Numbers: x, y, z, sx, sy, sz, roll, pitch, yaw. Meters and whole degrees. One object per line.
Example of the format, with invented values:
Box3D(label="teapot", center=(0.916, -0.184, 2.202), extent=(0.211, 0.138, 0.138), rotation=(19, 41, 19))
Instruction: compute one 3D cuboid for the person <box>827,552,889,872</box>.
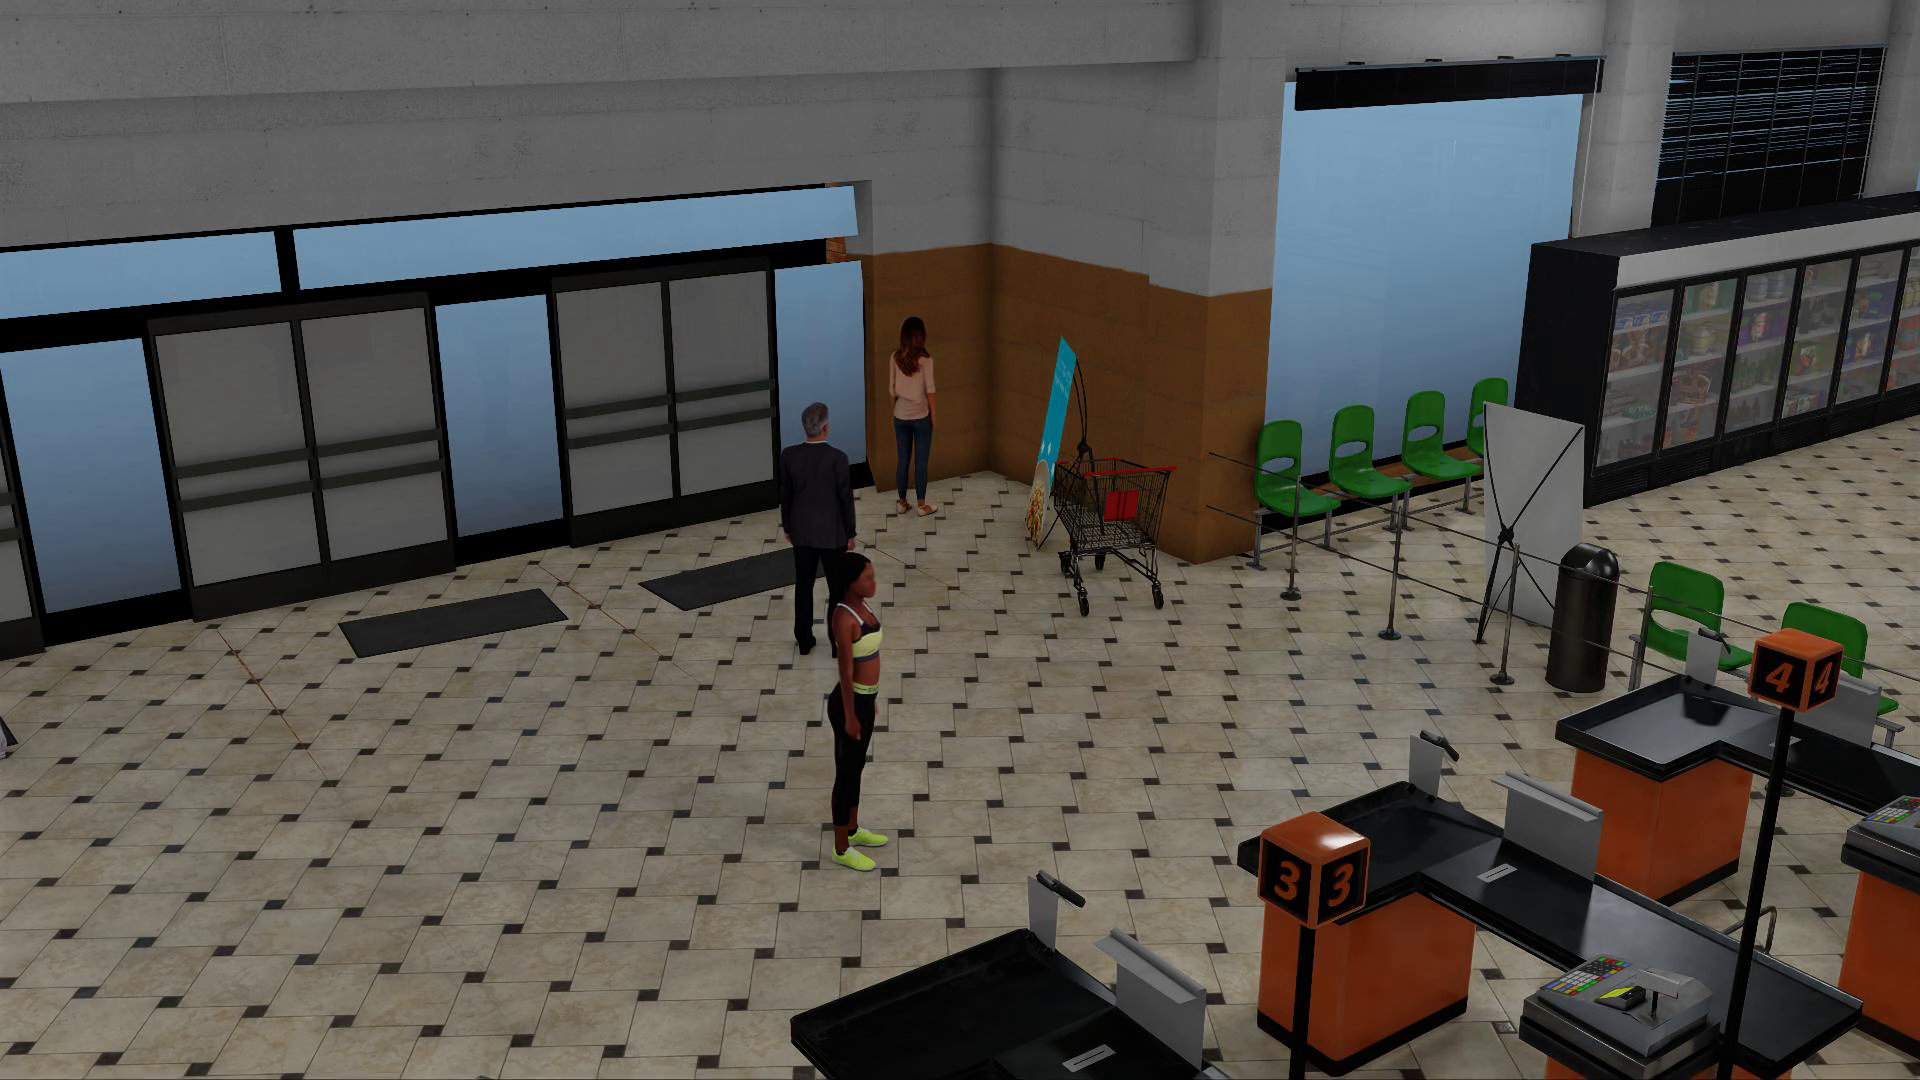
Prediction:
Box3D(label="person", center=(-0.582, 0.898, 8.932), extent=(0.692, 1.754, 0.639), rotation=(4, 19, 12))

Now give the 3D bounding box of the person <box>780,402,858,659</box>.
Box3D(label="person", center=(-0.983, -0.073, 11.675), extent=(0.776, 1.842, 0.867), rotation=(6, 19, 16))

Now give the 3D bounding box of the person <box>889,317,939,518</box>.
Box3D(label="person", center=(-0.422, -1.100, 14.798), extent=(0.620, 1.792, 0.733), rotation=(9, 20, 24))
